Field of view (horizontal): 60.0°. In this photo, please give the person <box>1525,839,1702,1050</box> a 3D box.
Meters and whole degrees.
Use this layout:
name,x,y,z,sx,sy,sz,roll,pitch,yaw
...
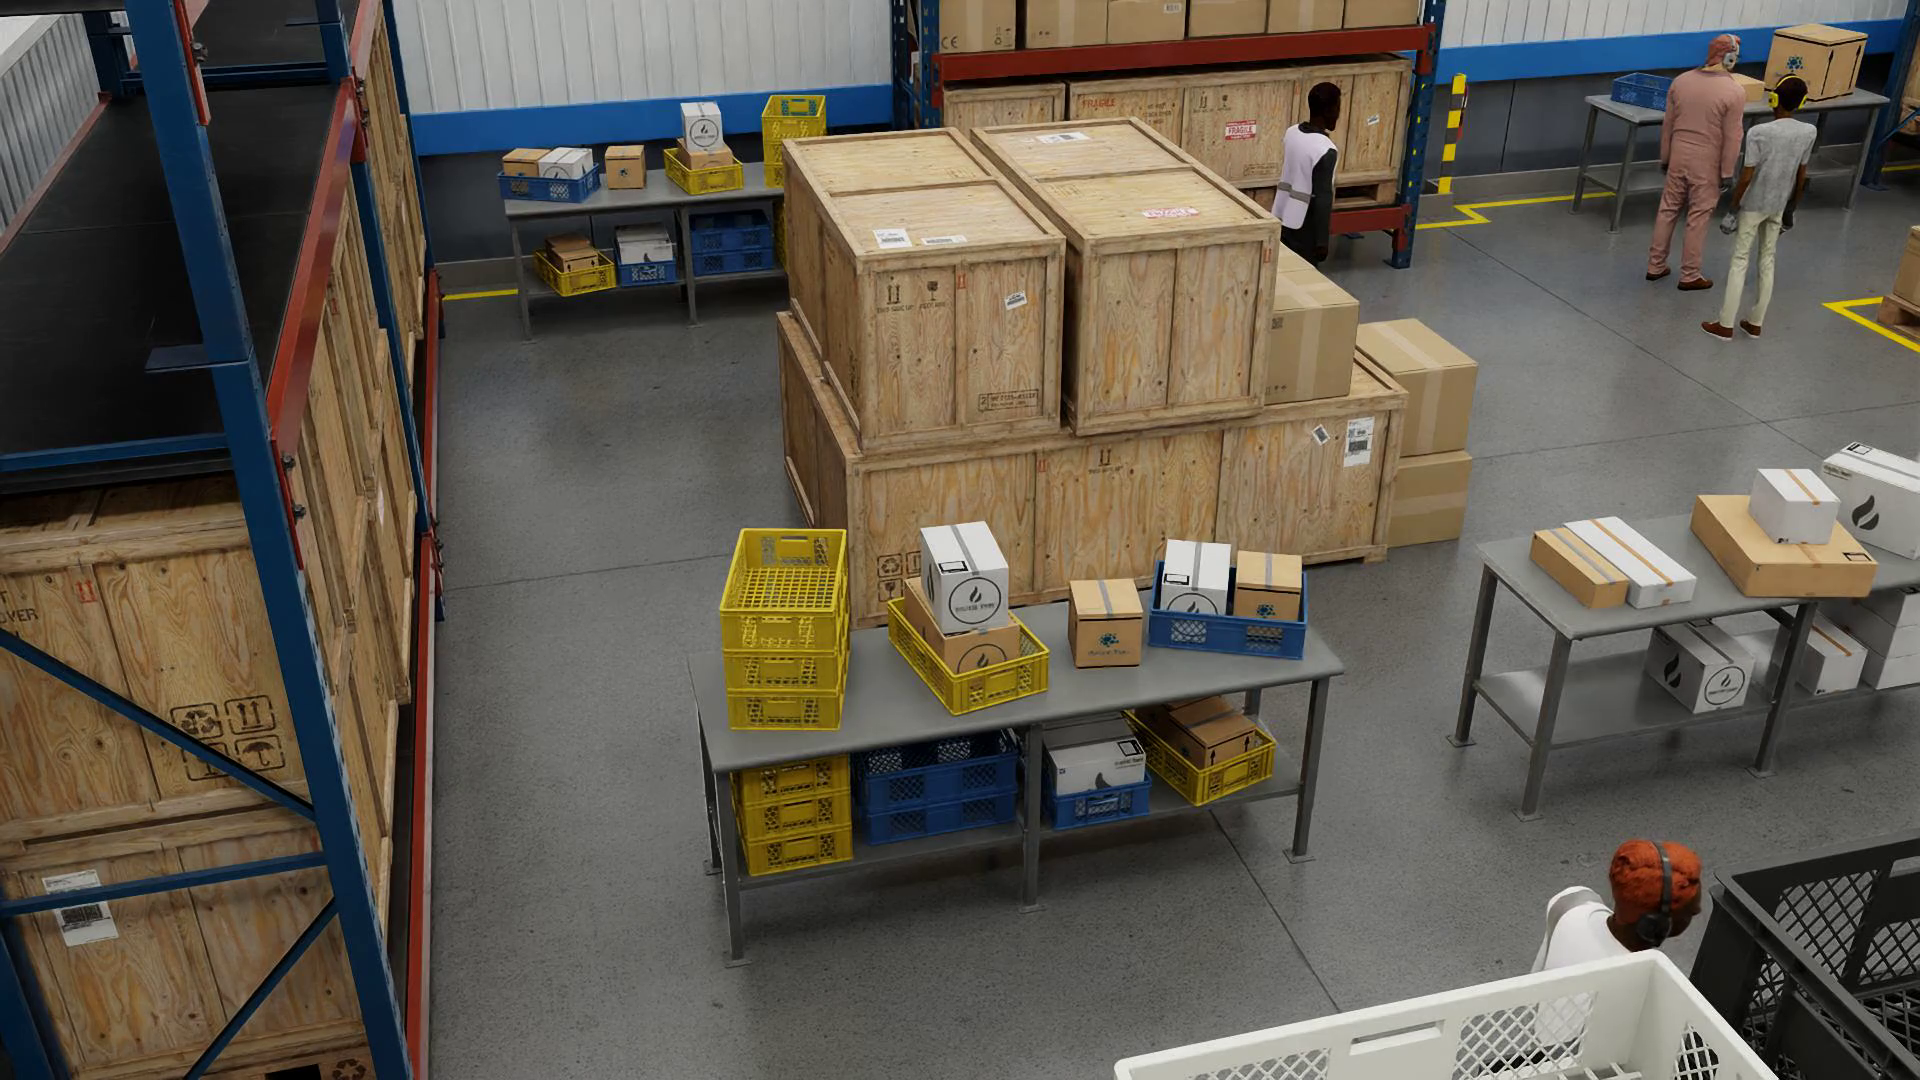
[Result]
name,x,y,z,sx,sy,sz,roll,pitch,yaw
person,1.704,1.584,4.552,0.337,1.882,0.584,-3,29,-5

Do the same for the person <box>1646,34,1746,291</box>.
name,x,y,z,sx,sy,sz,roll,pitch,yaw
person,5.599,-2.853,12.592,0.407,1.902,0.639,-17,33,-28

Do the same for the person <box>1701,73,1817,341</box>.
name,x,y,z,sx,sy,sz,roll,pitch,yaw
person,5.605,-2.314,11.643,0.533,1.870,0.315,-3,29,-6

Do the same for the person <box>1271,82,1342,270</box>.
name,x,y,z,sx,sy,sz,roll,pitch,yaw
person,2.324,-2.142,11.293,0.390,1.911,0.592,-8,30,-14
